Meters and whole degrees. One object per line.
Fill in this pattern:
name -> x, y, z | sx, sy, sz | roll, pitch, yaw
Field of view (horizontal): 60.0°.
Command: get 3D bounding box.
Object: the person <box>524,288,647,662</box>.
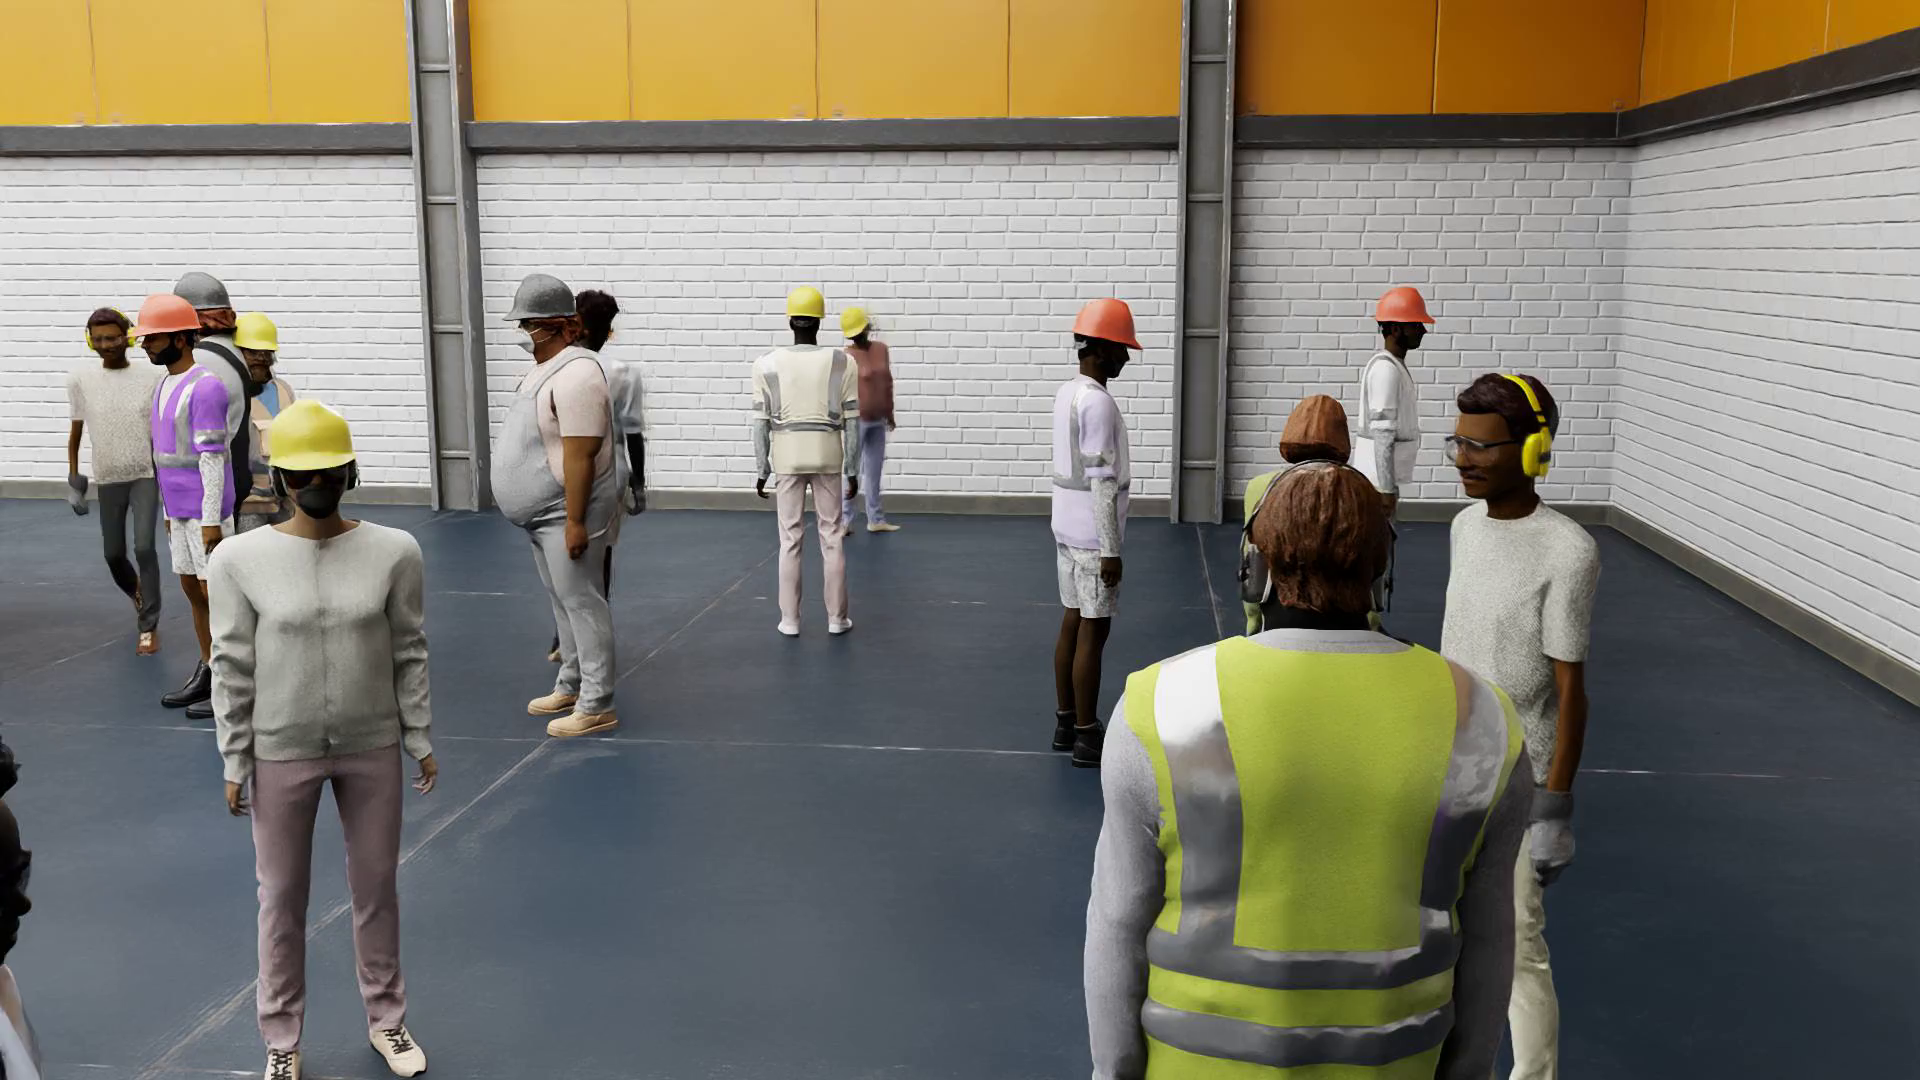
person -> -1.918, -0.309, 8.462 | 0.675, 1.933, 0.535 | -1, 10, -4

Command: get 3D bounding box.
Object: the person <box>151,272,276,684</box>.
person -> -3.614, -0.285, 8.046 | 0.535, 2.000, 0.681 | 2, 10, 9

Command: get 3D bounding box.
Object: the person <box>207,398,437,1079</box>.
person -> -1.583, 0.528, 4.174 | 0.525, 1.769, 0.321 | -6, 11, -30

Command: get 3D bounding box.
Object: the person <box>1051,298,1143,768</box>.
person -> 0.566, -0.027, 6.878 | 0.365, 1.932, 0.543 | -2, 10, -13

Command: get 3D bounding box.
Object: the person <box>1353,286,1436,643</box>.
person -> 2.233, -0.335, 8.621 | 0.376, 1.939, 0.547 | 3, 10, 16

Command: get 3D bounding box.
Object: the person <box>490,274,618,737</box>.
person -> -1.795, -0.166, 7.364 | 0.536, 2.000, 0.684 | -5, 11, -25

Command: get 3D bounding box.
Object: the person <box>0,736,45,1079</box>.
person -> -1.092, 0.999, 1.738 | 0.353, 1.675, 0.538 | -2, 10, -13

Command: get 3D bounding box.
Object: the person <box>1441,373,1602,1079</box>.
person -> 1.229, 0.547, 3.815 | 0.322, 1.860, 0.516 | -3, 10, -15

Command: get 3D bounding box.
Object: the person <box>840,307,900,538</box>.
person -> -0.664, -0.871, 12.338 | 0.324, 1.718, 0.646 | 9, 13, 42

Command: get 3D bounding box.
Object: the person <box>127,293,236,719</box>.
person -> -3.524, -0.151, 7.599 | 0.542, 1.933, 0.383 | 9, 13, 42

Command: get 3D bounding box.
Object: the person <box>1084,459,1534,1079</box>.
person -> 0.499, 0.793, 2.494 | 0.636, 1.830, 0.429 | -1, 10, -4

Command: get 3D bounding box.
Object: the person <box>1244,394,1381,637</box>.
person -> 1.230, 0.305, 5.830 | 0.498, 1.633, 0.284 | 6, 11, 29

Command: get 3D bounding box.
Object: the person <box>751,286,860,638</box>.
person -> -0.843, -0.421, 9.146 | 0.589, 1.927, 0.388 | -1, 10, -4

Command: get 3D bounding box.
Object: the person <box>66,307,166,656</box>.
person -> -4.472, -0.336, 8.925 | 0.564, 1.839, 0.724 | -4, 11, -20
